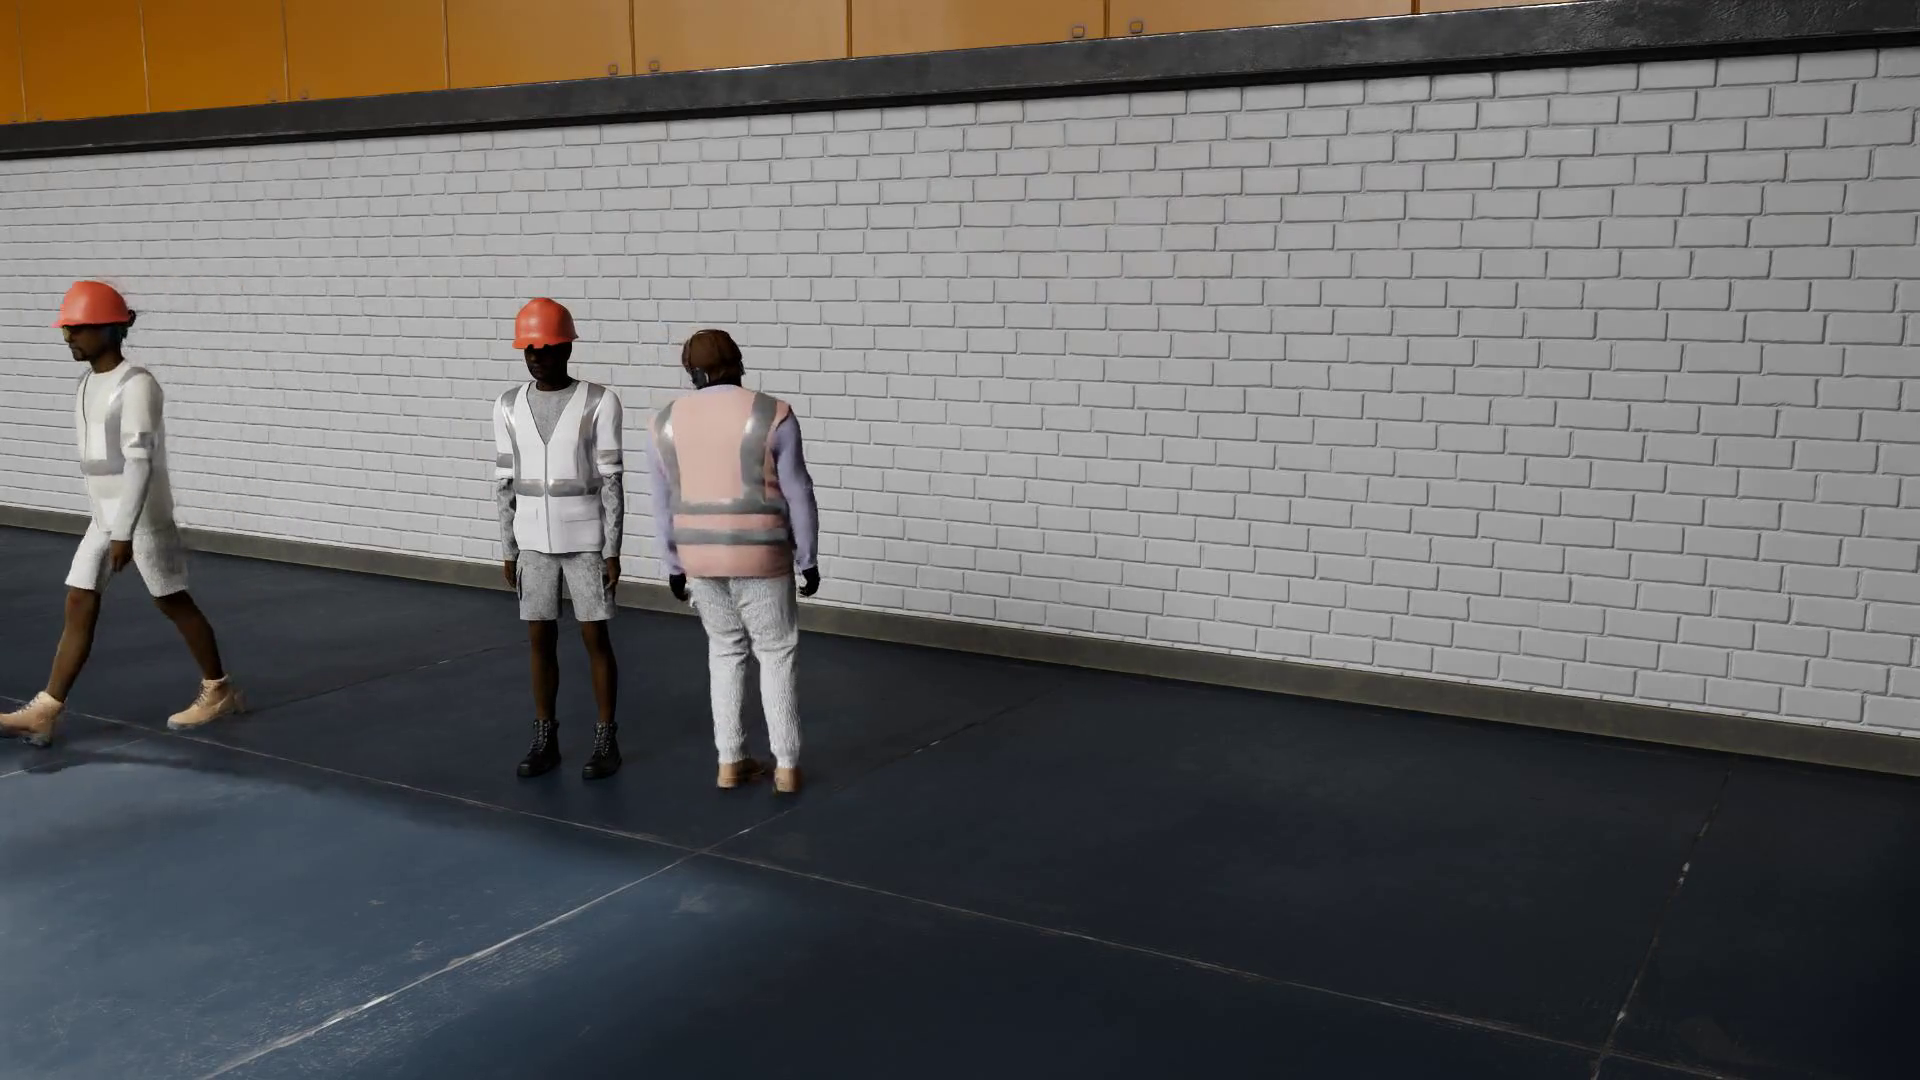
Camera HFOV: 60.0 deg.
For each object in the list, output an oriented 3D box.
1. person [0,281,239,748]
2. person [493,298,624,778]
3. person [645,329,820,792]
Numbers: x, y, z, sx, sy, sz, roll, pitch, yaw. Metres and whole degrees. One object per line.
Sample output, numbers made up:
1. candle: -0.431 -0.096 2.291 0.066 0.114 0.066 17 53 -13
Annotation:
1. person: -3.653 -0.102 7.126 0.632 1.980 1.071 7 12 38
2. person: -1.607 0.005 6.658 0.539 1.930 0.377 1 9 8
3. person: -0.871 0.098 6.438 0.663 1.808 0.431 3 10 17
